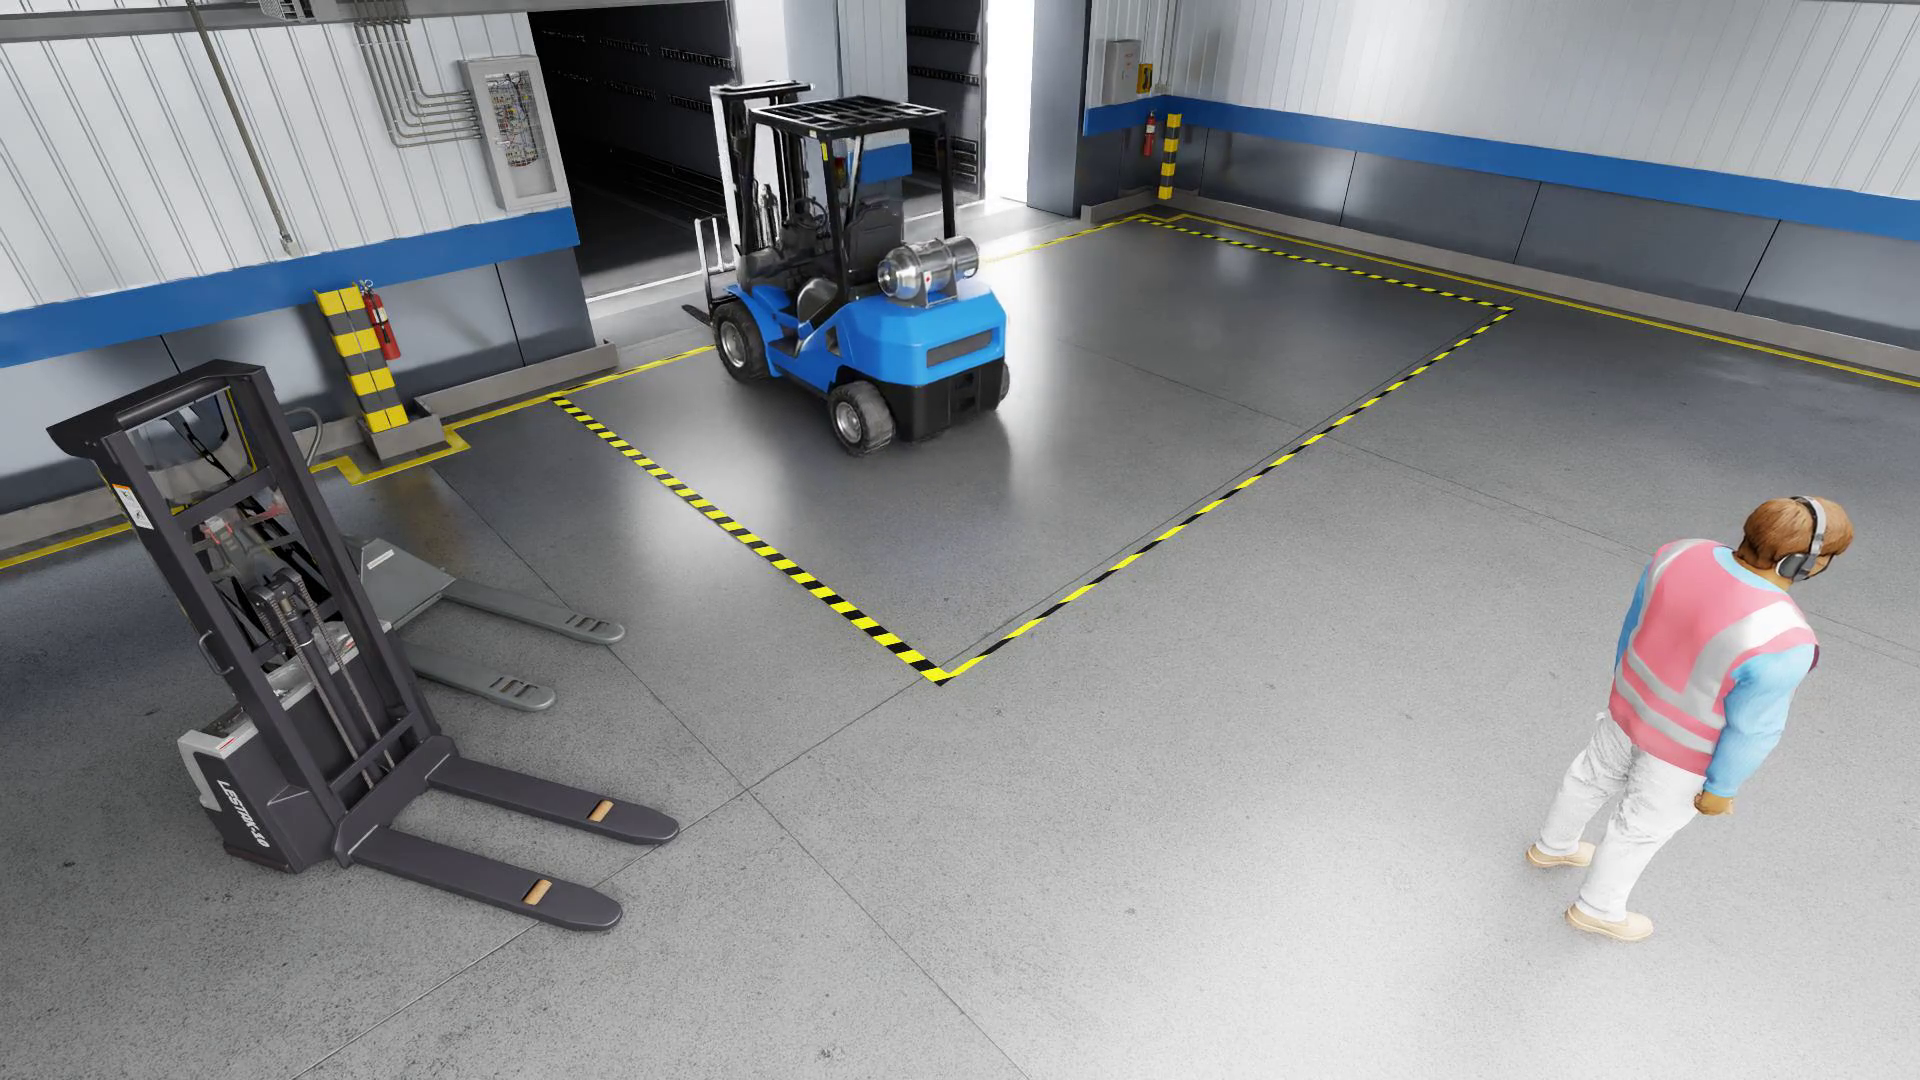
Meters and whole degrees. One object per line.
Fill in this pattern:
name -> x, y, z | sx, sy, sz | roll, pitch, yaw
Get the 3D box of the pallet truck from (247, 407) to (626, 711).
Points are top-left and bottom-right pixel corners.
pallet truck -> -2.628, 0.038, 4.590 | 1.601, 1.201, 0.680 | 12, 36, 18

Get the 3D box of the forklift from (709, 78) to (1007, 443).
forklift -> -0.849, -2.182, 6.861 | 1.157, 2.036, 2.680 | -26, 42, -33

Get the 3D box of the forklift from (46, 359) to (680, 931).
forklift -> -2.135, 0.422, 3.354 | 1.885, 1.965, 0.823 | 10, 35, 14

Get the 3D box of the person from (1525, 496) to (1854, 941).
person -> 2.470, 0.645, 3.163 | 0.429, 1.844, 0.624 | 0, 34, 0
